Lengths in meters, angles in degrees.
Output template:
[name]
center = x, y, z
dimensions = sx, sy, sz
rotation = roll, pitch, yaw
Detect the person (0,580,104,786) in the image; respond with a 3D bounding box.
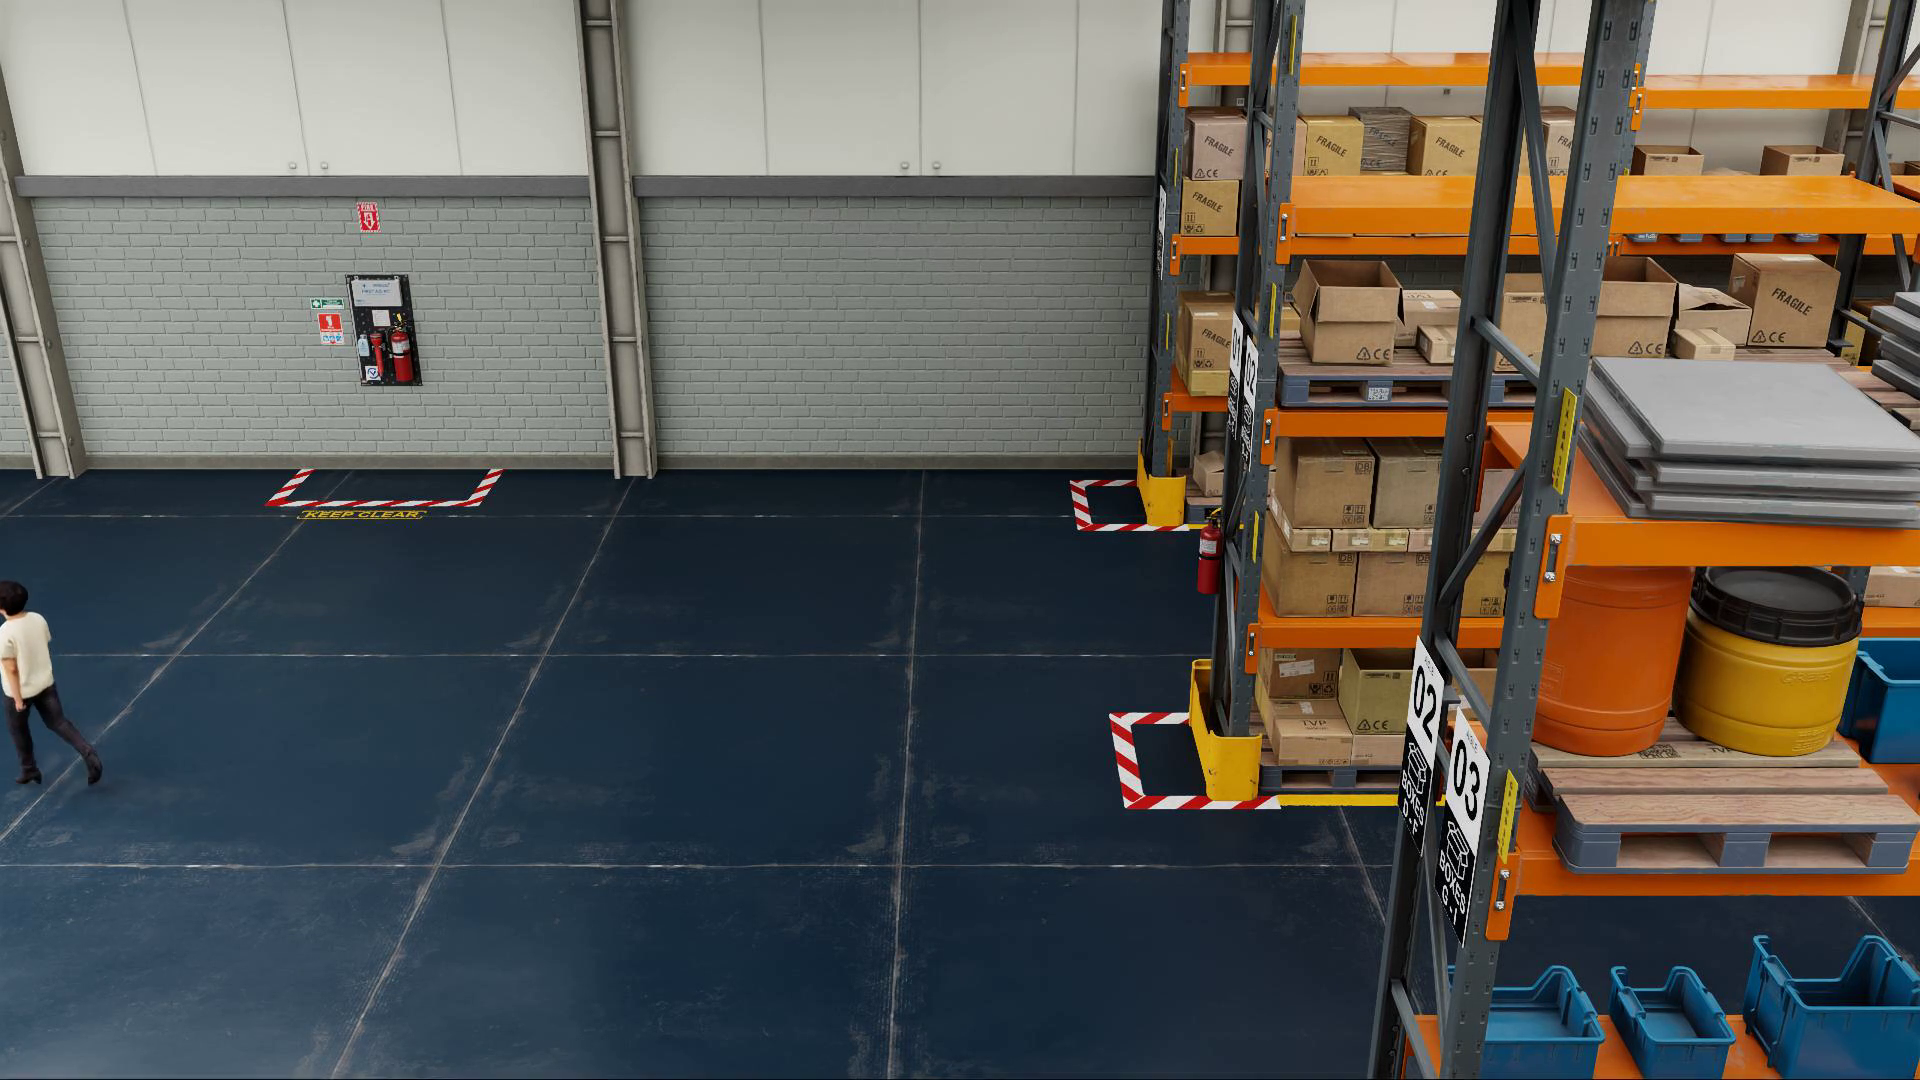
[person]
center = -6.273, 1.024, 11.341
dimensions = 1.053, 1.561, 0.782
rotation = 7, 24, 16
